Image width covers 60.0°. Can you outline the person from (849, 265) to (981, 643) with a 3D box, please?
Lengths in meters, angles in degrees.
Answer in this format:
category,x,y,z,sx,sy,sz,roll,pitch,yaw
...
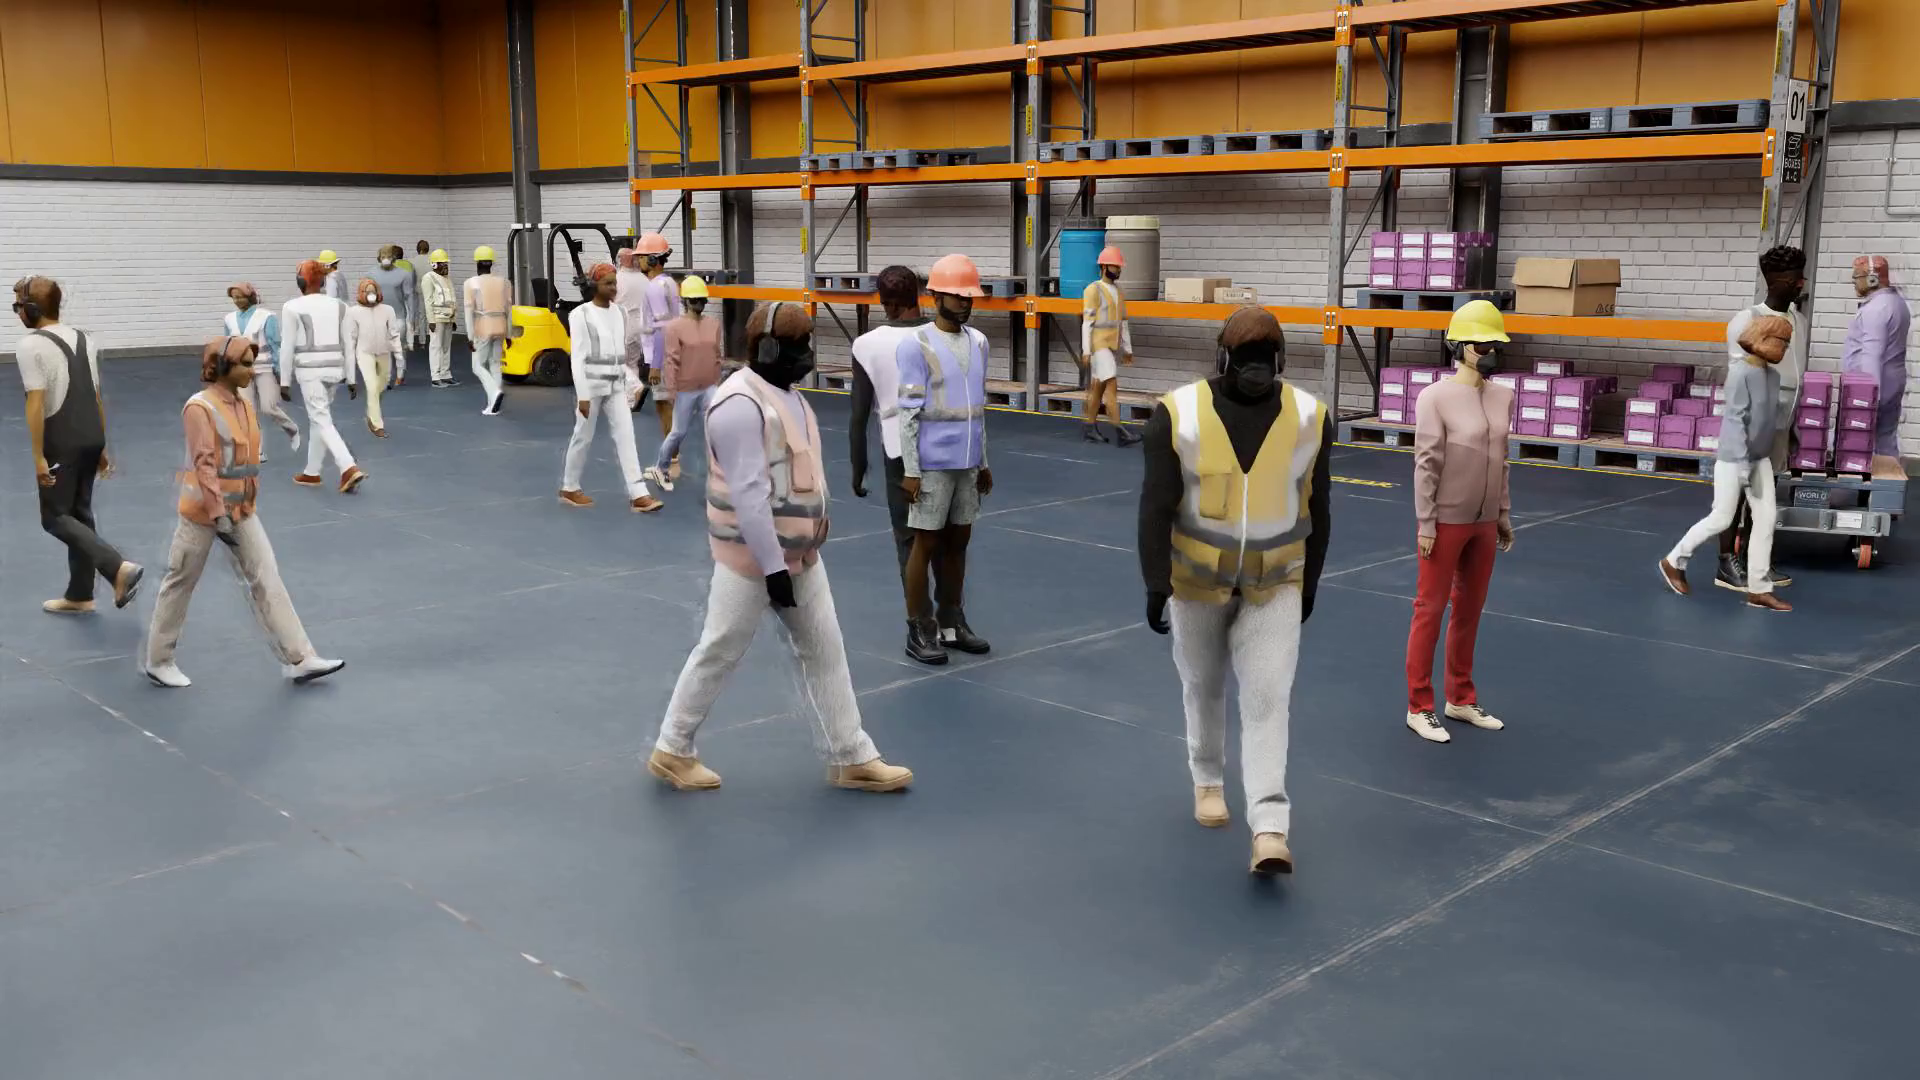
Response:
category,x,y,z,sx,sy,sz,roll,pitch,yaw
person,-0.218,-0.382,8.071,0.610,1.874,0.554,-2,11,-13

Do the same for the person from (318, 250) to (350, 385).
category,x,y,z,sx,sy,sz,roll,pitch,yaw
person,-8.475,-3.004,22.522,0.403,1.826,0.597,-1,10,-8

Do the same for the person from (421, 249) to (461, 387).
category,x,y,z,sx,sy,sz,roll,pitch,yaw
person,-6.944,-2.970,22.304,0.403,1.835,0.588,2,11,13

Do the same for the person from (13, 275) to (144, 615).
category,x,y,z,sx,sy,sz,roll,pitch,yaw
person,-4.605,-0.473,8.717,0.628,1.824,0.528,3,11,14

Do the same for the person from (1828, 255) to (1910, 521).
category,x,y,z,sx,sy,sz,roll,pitch,yaw
person,6.461,-1.061,11.753,0.682,1.882,0.475,-10,14,-42

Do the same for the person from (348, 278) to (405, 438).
category,x,y,z,sx,sy,sz,roll,pitch,yaw
person,-5.978,-1.858,16.887,0.502,1.598,0.790,-9,14,-42

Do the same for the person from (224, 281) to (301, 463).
category,x,y,z,sx,sy,sz,roll,pitch,yaw
person,-6.229,-1.494,14.822,0.542,1.621,0.539,3,11,14

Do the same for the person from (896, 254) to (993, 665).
category,x,y,z,sx,sy,sz,roll,pitch,yaw
person,-0.041,-0.382,7.914,0.552,1.932,0.377,-10,14,-43

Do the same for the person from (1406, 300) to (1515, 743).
category,x,y,z,sx,sy,sz,roll,pitch,yaw
person,2.035,-0.076,6.709,0.522,1.769,0.310,-6,12,-32

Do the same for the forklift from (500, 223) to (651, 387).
category,x,y,z,sx,sy,sz,roll,pitch,yaw
forklift,-5.316,-3.263,22.920,2.313,2.155,1.214,-10,14,-44

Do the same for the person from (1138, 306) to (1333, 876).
category,x,y,z,sx,sy,sz,roll,pitch,yaw
person,0.893,0.152,5.388,0.632,1.787,0.990,1,10,5

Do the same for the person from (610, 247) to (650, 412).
category,x,y,z,sx,sy,sz,roll,pitch,yaw
person,-3.748,-2.371,18.891,0.643,1.884,0.654,9,14,40

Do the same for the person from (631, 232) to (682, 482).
category,x,y,z,sx,sy,sz,roll,pitch,yaw
person,-2.489,-1.497,13.701,0.390,2.045,0.607,0,10,-1

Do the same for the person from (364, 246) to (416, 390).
category,x,y,z,sx,sy,sz,roll,pitch,yaw
person,-7.530,-2.942,22.041,0.644,1.883,1.081,-2,11,-11

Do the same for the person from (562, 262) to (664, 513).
category,x,y,z,sx,sy,sz,roll,pitch,yaw
person,-2.623,-1.105,12.178,0.977,1.832,0.600,7,13,35

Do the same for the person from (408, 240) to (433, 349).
category,x,y,z,sx,sy,sz,roll,pitch,yaw
person,-9.565,-4.395,29.787,0.631,1.940,0.369,-6,12,-31

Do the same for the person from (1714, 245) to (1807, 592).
category,x,y,z,sx,sy,sz,roll,pitch,yaw
person,4.610,-0.693,9.523,0.602,1.967,0.370,-6,12,-31

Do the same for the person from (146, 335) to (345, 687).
category,x,y,z,sx,sy,sz,roll,pitch,yaw
person,-3.276,-0.115,7.406,0.917,1.578,0.540,2,11,9

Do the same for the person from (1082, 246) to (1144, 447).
category,x,y,z,sx,sy,sz,roll,pitch,yaw
person,1.517,-1.844,15.958,0.875,1.905,0.570,8,13,38

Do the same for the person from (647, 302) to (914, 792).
category,x,y,z,sx,sy,sz,roll,pitch,yaw
person,-0.705,0.048,5.987,0.971,1.797,0.637,4,11,19

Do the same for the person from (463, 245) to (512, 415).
category,x,y,z,sx,sy,sz,roll,pitch,yaw
person,-5.236,-2.321,18.557,0.593,1.911,0.559,-9,14,-41

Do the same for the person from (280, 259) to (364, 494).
category,x,y,z,sx,sy,sz,roll,pitch,yaw
person,-5.042,-1.298,13.172,0.978,1.842,0.603,7,12,33

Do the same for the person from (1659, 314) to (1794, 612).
category,x,y,z,sx,sy,sz,roll,pitch,yaw
person,4.261,-0.443,9.147,0.488,1.602,0.734,-6,12,-31

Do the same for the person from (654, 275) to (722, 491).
category,x,y,z,sx,sy,sz,roll,pitch,yaw
person,-2.106,-1.197,12.951,0.524,1.731,0.870,-9,14,-40

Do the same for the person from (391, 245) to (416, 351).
category,x,y,z,sx,sy,sz,roll,pitch,yaw
person,-9.800,-4.213,29.056,0.429,1.846,0.625,6,12,30
